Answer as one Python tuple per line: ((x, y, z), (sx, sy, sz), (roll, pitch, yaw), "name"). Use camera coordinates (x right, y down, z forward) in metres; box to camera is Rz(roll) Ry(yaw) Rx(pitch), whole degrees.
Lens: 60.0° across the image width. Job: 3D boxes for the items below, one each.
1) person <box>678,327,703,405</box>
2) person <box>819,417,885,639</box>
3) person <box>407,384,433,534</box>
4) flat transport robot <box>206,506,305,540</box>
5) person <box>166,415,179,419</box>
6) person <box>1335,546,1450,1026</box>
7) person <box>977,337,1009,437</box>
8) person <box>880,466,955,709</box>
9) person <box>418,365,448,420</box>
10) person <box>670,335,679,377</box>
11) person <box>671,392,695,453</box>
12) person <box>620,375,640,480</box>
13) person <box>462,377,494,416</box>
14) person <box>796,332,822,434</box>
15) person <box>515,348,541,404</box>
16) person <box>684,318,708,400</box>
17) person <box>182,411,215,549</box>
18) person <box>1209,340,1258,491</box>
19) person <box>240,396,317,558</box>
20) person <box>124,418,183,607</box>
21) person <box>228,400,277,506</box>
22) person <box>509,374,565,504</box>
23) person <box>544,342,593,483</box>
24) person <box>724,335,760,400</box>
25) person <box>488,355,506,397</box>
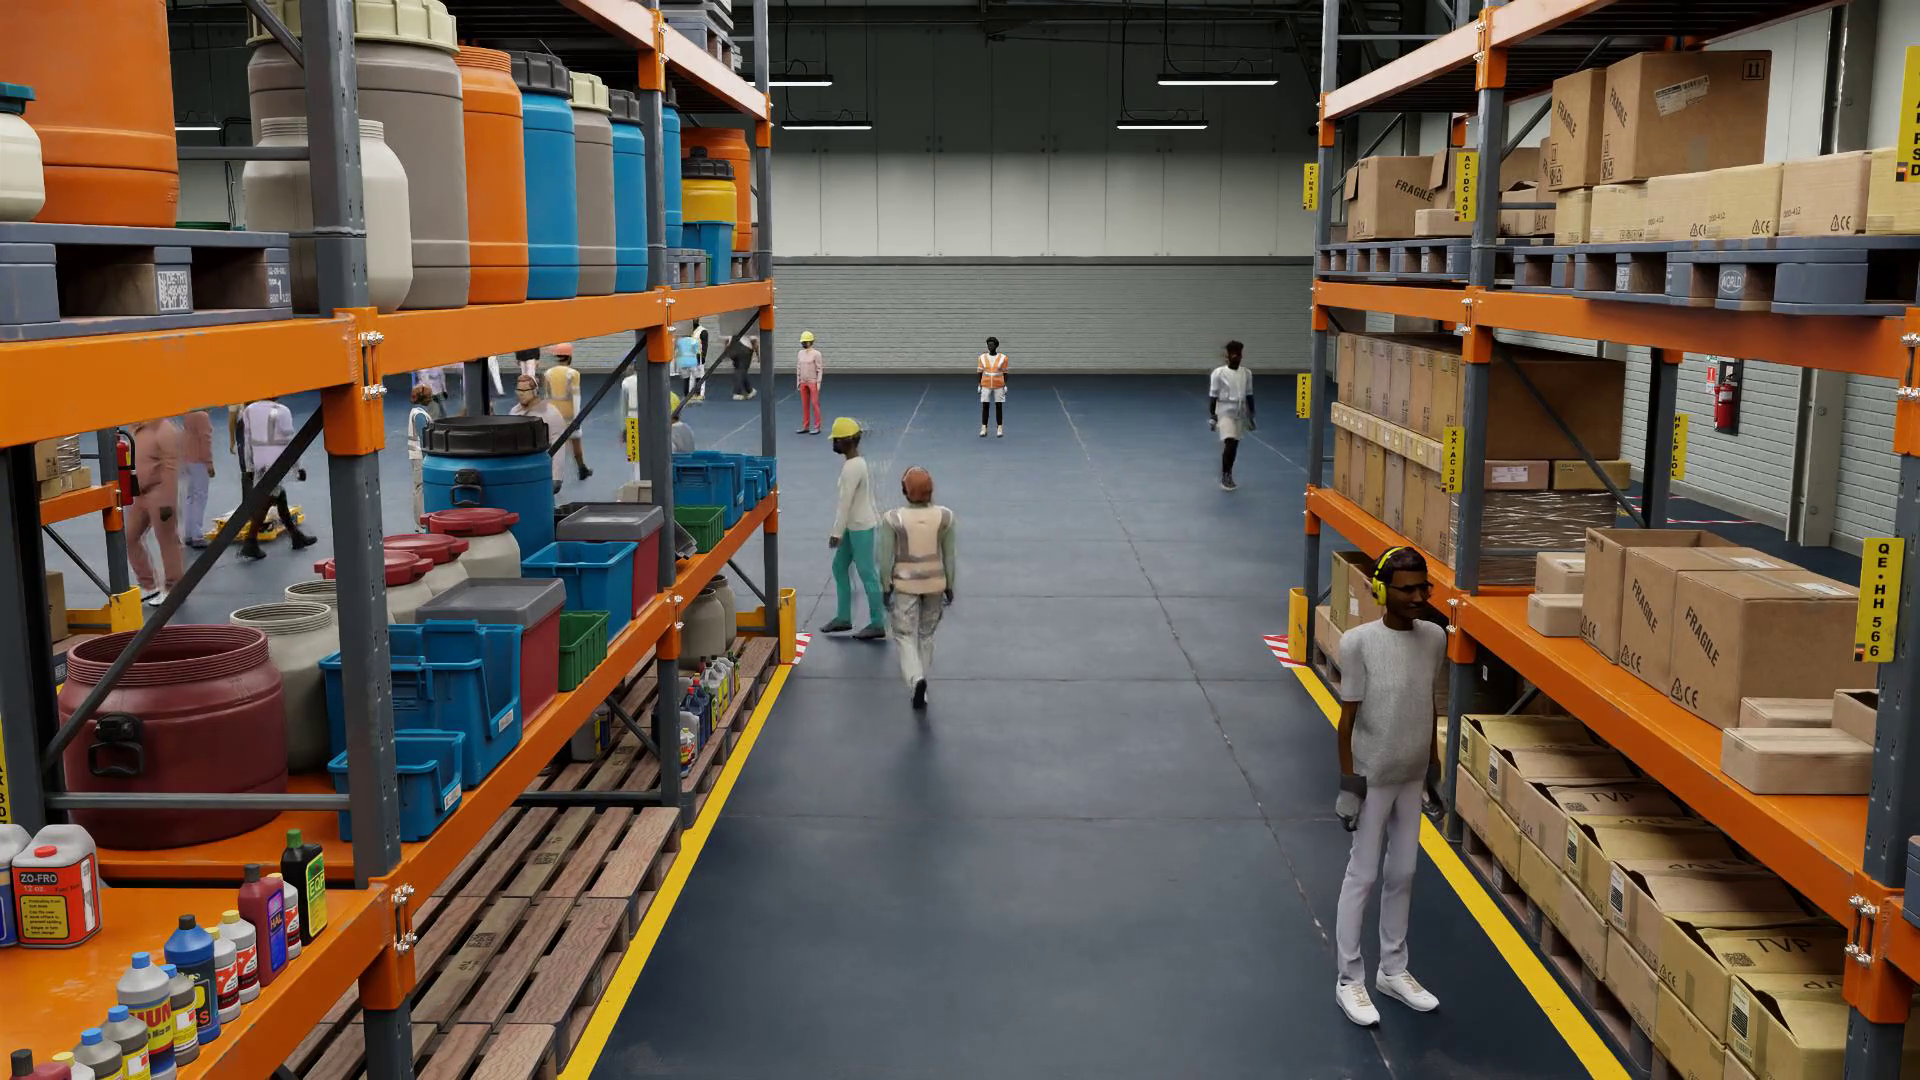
((-5.574, -3.643, 34.525), (0.541, 1.691, 0.460), (4, 10, 22), "person")
((-0.890, -0.084, 13.041), (0.673, 1.740, 0.541), (0, 9, -3), "person")
((-5.844, -0.878, 18.105), (0.308, 1.640, 0.511), (-4, 10, -24), "person")
((-7.725, -0.204, 18.284), (0.652, 0.197, 1.431), (-1, 10, -7), "flat transport robot")
((-14.846, -3.276, 31.645), (0.738, 1.919, 0.633), (-2, 10, -14), "person")
((1.698, 0.943, 6.509), (0.516, 1.872, 0.327), (-5, 11, -26), "person")
((0.555, -2.607, 28.291), (0.537, 1.695, 0.317), (1, 10, 8), "person")
((-0.261, 0.330, 10.923), (0.519, 1.625, 0.568), (-3, 10, -17), "person")
((-8.345, -2.368, 26.355), (0.390, 1.867, 0.654), (2, 10, 14), "person")
((-7.481, -5.057, 43.131), (0.311, 1.642, 0.514), (4, 10, 21), "person")
((-2.555, -0.419, 14.784), (0.404, 1.829, 0.613), (2, 10, 9), "person")
((-3.778, -1.382, 20.329), (0.608, 1.902, 0.948), (5, 11, 27), "person")
((-7.537, -2.417, 26.264), (1.019, 1.993, 0.626), (-8, 12, -38), "person")
((-2.619, -2.717, 28.746), (0.533, 1.765, 0.329), (7, 12, 36), "person")
((-8.935, -3.725, 34.181), (0.676, 1.974, 0.545), (6, 11, 32), "person")
((-5.742, -3.963, 36.004), (0.621, 1.837, 0.429), (7, 12, 36), "person")
((-7.920, -0.805, 17.348), (0.389, 1.755, 0.534), (-8, 13, -41), "person")
((3.579, -1.606, 21.565), (0.608, 1.945, 0.659), (-5, 11, -28), "person")
((-6.976, -0.782, 16.826), (0.557, 1.885, 1.030), (4, 10, 25), "person")
((-6.982, -0.358, 14.222), (0.672, 1.890, 0.584), (6, 11, 31), "person")
((-8.146, -1.157, 19.168), (0.516, 1.842, 0.325), (-5, 11, -29), "person")
((-4.050, -0.619, 15.762), (0.652, 1.904, 0.403), (5, 11, 27), "person")
((-5.309, -1.712, 22.376), (0.561, 1.884, 0.980), (3, 10, 18), "person")
((-4.708, -4.047, 36.016), (0.717, 2.000, 1.061), (4, 10, 24), "person")
((-10.384, -4.027, 36.452), (0.806, 1.819, 0.538), (-3, 10, -18), "person")
